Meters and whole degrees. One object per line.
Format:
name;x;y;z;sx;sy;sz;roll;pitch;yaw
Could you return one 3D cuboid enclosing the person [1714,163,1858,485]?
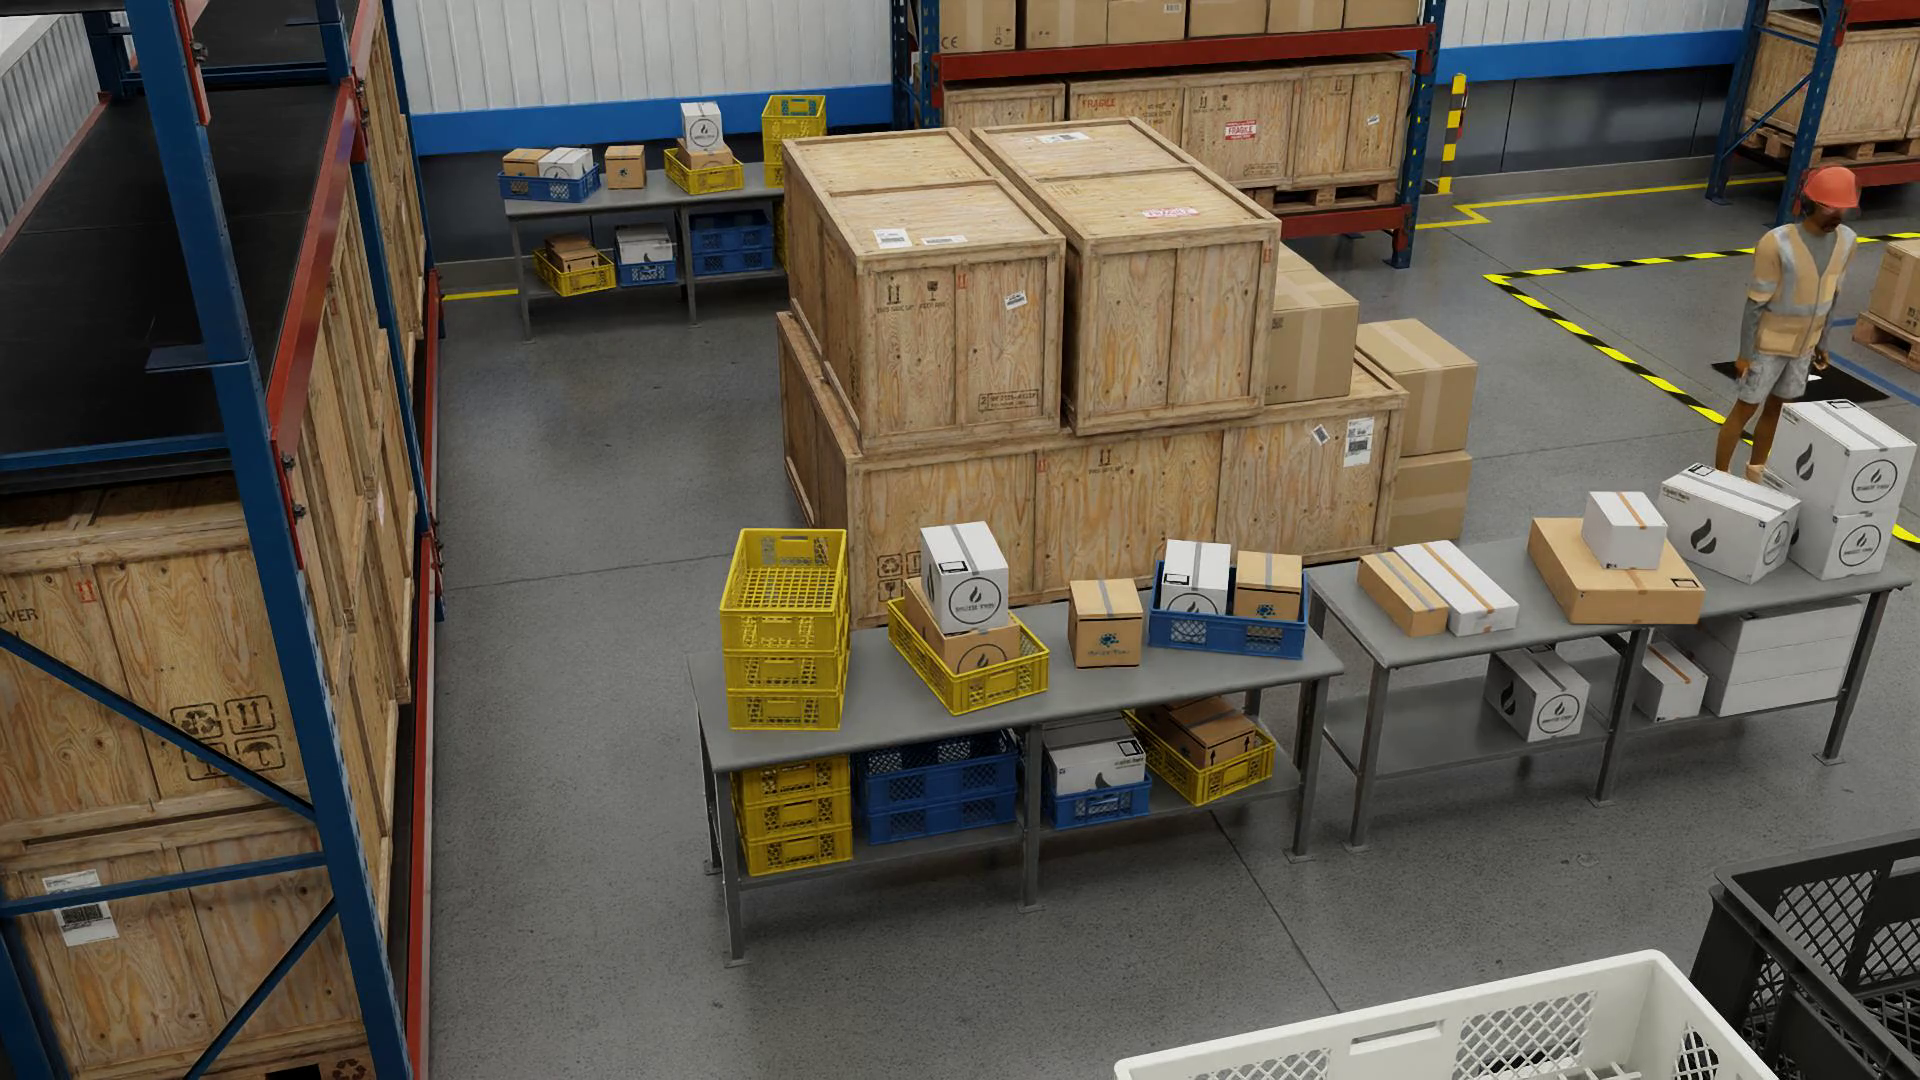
person;4.619;-1.099;9.274;0.607;2.044;0.392;-8;30;-14
